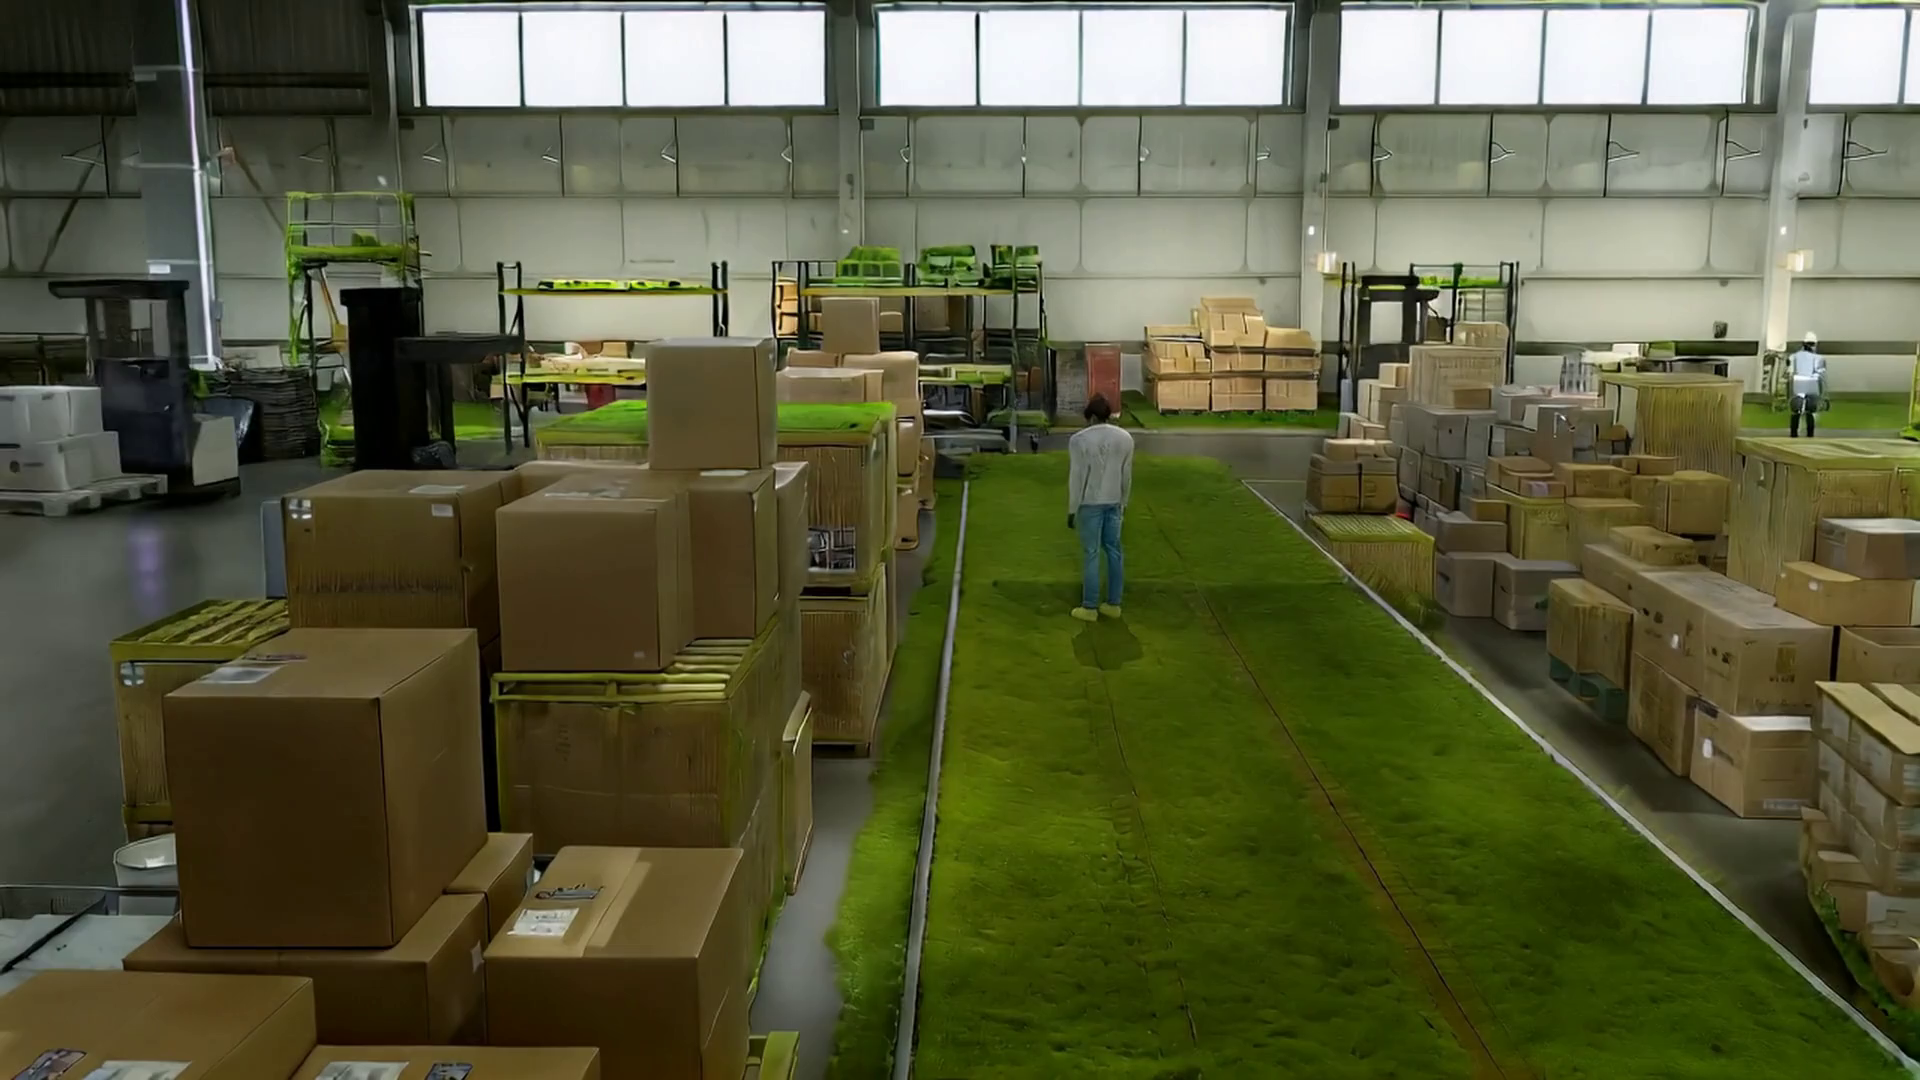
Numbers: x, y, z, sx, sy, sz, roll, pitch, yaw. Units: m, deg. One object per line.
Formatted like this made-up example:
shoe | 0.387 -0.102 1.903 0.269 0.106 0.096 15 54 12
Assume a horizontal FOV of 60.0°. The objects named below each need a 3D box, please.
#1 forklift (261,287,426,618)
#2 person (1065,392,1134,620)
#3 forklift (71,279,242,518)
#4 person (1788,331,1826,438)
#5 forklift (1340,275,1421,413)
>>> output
forklift | -4.768 -0.711 13.897 1.873 2.768 1.129 0 9 1
person | 1.173 -0.285 14.155 0.627 1.940 0.371 -6 11 -30
forklift | -9.826 -1.777 20.280 1.129 2.768 1.873 1 10 8
person | 13.598 -2.378 26.703 0.370 1.933 0.553 -9 13 -42
forklift | 6.831 -2.852 26.718 1.129 2.768 1.873 0 9 1
